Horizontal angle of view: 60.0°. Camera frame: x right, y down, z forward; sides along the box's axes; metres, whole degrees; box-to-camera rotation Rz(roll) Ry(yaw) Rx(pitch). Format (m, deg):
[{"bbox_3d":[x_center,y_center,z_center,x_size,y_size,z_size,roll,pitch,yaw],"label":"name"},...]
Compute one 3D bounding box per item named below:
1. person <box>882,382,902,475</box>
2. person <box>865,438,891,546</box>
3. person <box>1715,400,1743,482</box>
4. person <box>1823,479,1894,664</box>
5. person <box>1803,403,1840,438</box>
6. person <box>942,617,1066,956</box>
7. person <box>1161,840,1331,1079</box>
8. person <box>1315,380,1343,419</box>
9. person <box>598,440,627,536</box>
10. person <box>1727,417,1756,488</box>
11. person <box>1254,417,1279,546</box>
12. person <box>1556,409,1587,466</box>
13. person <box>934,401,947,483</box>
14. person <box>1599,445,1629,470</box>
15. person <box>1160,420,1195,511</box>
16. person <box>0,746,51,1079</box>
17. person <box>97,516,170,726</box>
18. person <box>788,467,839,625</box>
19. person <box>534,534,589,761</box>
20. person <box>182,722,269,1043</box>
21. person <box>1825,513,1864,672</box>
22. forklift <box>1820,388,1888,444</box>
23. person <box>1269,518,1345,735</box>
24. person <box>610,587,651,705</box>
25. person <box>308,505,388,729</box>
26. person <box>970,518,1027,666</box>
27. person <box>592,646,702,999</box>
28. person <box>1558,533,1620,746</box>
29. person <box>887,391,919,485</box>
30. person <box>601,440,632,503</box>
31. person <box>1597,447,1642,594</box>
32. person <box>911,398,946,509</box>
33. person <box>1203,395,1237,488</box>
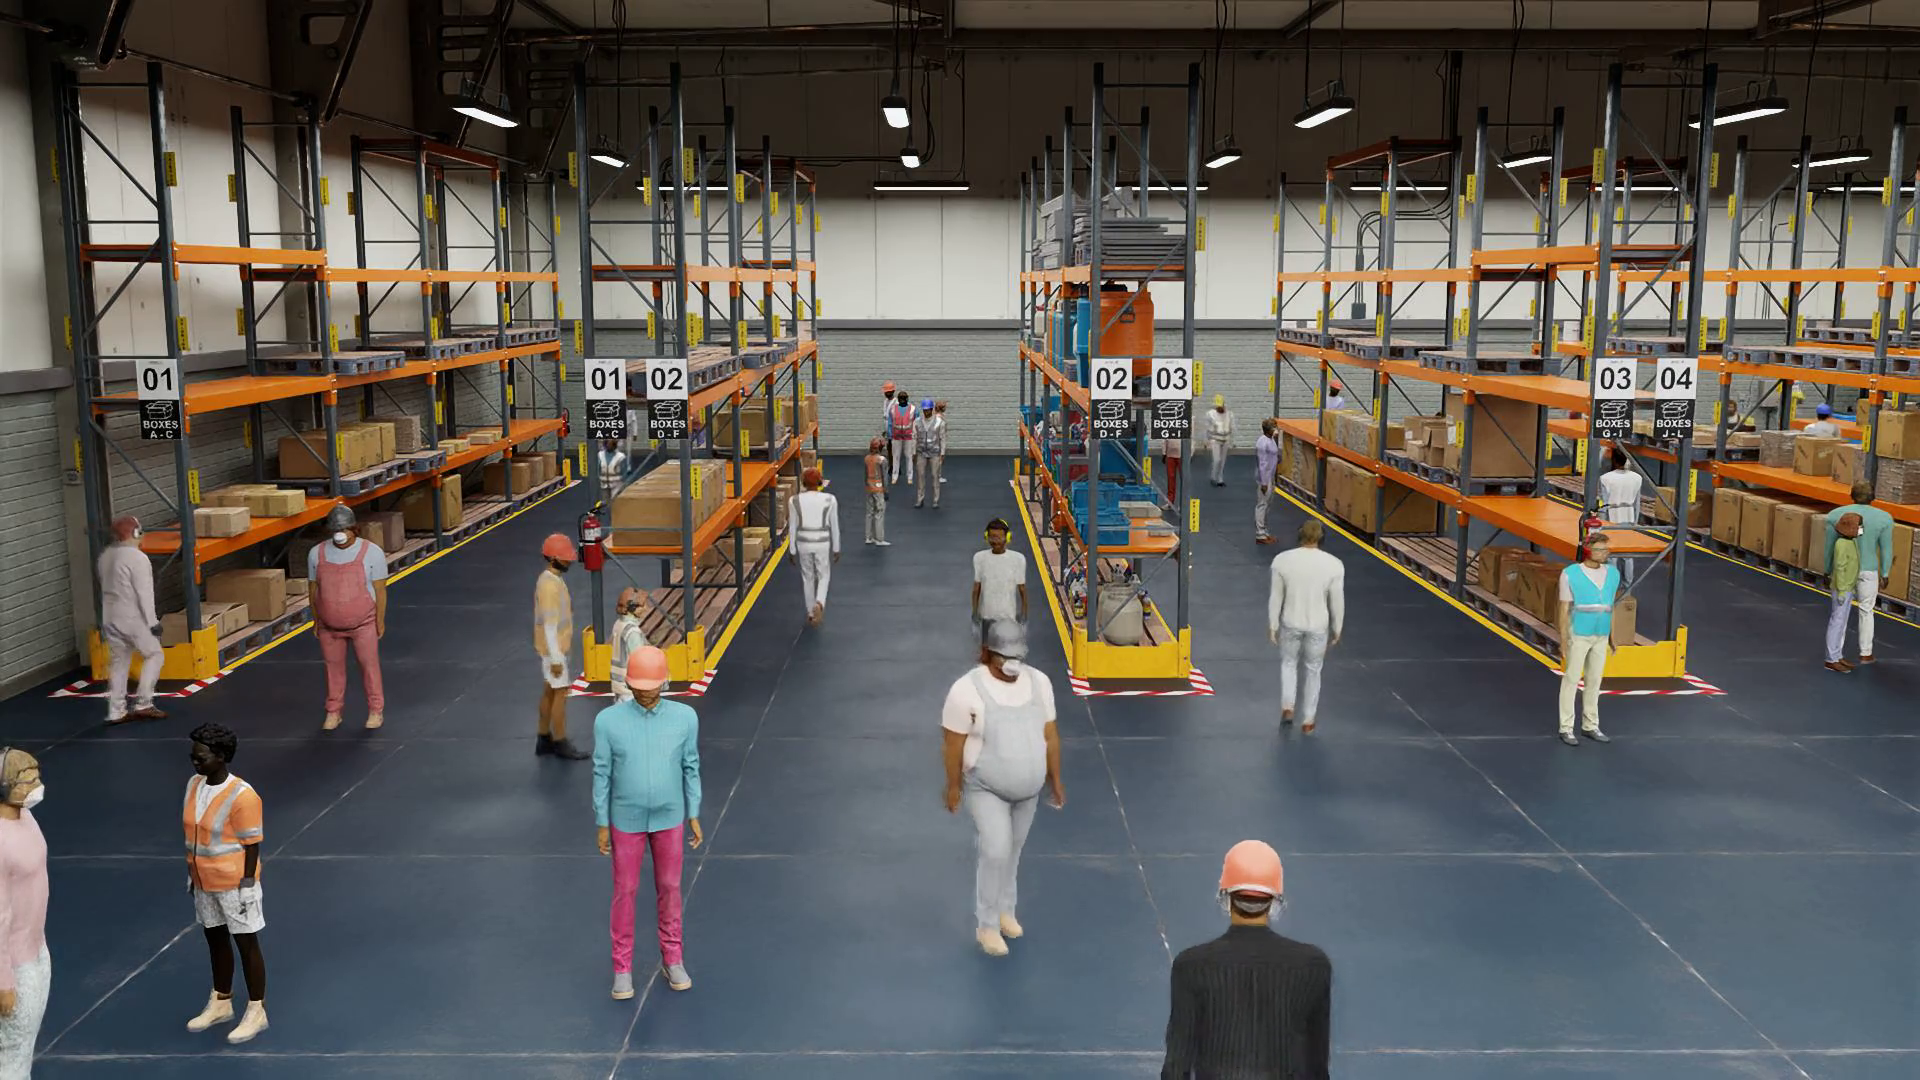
[{"bbox_3d":[-1.431,-2.287,34.232,0.390,1.927,0.545,-6,11,-35],"label":"person"},{"bbox_3d":[-1.253,-0.723,25.106,0.311,1.632,0.517,-8,12,-41],"label":"person"},{"bbox_3d":[14.340,-1.725,31.083,0.527,1.810,0.913,3,9,17],"label":"person"},{"bbox_3d":[9.360,0.328,17.364,0.635,1.936,0.354,6,10,32],"label":"person"},{"bbox_3d":[14.641,-1.365,28.300,0.614,1.927,0.763,2,9,10],"label":"person"},{"bbox_3d":[0.304,1.434,9.920,0.698,2.000,0.694,-5,10,-31],"label":"person"},{"bbox_3d":[1.045,2.080,6.112,0.644,1.940,1.035,0,9,2],"label":"person"},{"bbox_3d":[7.809,-2.432,35.263,0.605,1.911,0.427,-2,9,-11],"label":"person"},{"bbox_3d":[-5.436,-0.853,26.031,0.496,1.604,0.767,1,9,9],"label":"person"},{"bbox_3d":[13.309,-1.239,28.222,0.502,1.698,0.915,0,9,0],"label":"person"},{"bbox_3d":[4.654,-0.890,25.201,0.370,1.940,0.630,3,9,21],"label":"person"},{"bbox_3d":[12.653,-2.291,34.338,0.645,1.904,0.479,-2,9,-15],"label":"person"},{"bbox_3d":[-0.407,-1.953,33.029,0.317,1.629,0.509,-1,9,-6],"label":"person"},{"bbox_3d":[13.767,-2.349,35.055,0.646,1.792,0.960,-4,10,-23],"label":"person"},{"bbox_3d":[3.764,-1.488,28.868,0.622,1.990,0.396,7,11,39],"label":"person"},{"bbox_3d":[-4.233,1.870,7.445,0.355,1.936,0.635,-3,9,-17],"label":"person"},{"bbox_3d":[-7.473,0.727,15.005,0.678,1.872,0.598,6,10,33],"label":"person"},{"bbox_3d":[-1.691,0.089,19.131,0.590,1.864,0.663,0,9,-1],"label":"person"},{"bbox_3d":[-3.361,0.892,13.873,0.399,1.910,0.606,-2,9,-12],"label":"person"},{"bbox_3d":[-3.879,1.787,8.751,0.532,1.696,0.319,5,10,28],"label":"person"},{"bbox_3d":[9.082,0.526,17.063,0.286,1.633,0.499,7,11,39],"label":"person"},{"bbox_3d":[20.072,-3.110,36.462,1.873,2.768,1.129,0,9,0],"label":"forklift"},{"bbox_3d":[3.055,0.759,14.666,0.649,1.913,0.465,3,9,17],"label":"person"},{"bbox_3d":[-2.549,1.173,12.887,0.315,1.639,0.515,-4,10,-25],"label":"person"},{"bbox_3d":[-5.447,0.679,14.775,0.686,2.000,0.535,-1,9,-4],"label":"person"},{"bbox_3d":[0.349,0.717,15.093,0.530,1.870,0.322,2,9,13],"label":"person"},{"bbox_3d":[-1.739,1.559,9.290,0.609,1.985,0.392,-3,9,-20],"label":"person"},{"bbox_3d":[5.408,0.842,14.357,0.570,1.842,0.379,-3,9,-17],"label":"person"},{"bbox_3d":[-1.119,-2.000,32.652,0.624,1.844,0.429,0,9,3],"label":"person"},{"bbox_3d":[-6.172,-1.591,29.829,0.738,1.900,0.559,8,12,43],"label":"person"},{"bbox_3d":[8.248,-0.206,20.858,0.590,1.919,0.396,-2,9,-14],"label":"person"},{"bbox_3d":[-0.557,-1.517,29.202,0.615,1.945,0.399,2,9,13],"label":"person"},{"bbox_3d":[5.026,-1.893,32.066,0.565,1.809,0.472,-4,10,-24],"label":"person"}]
